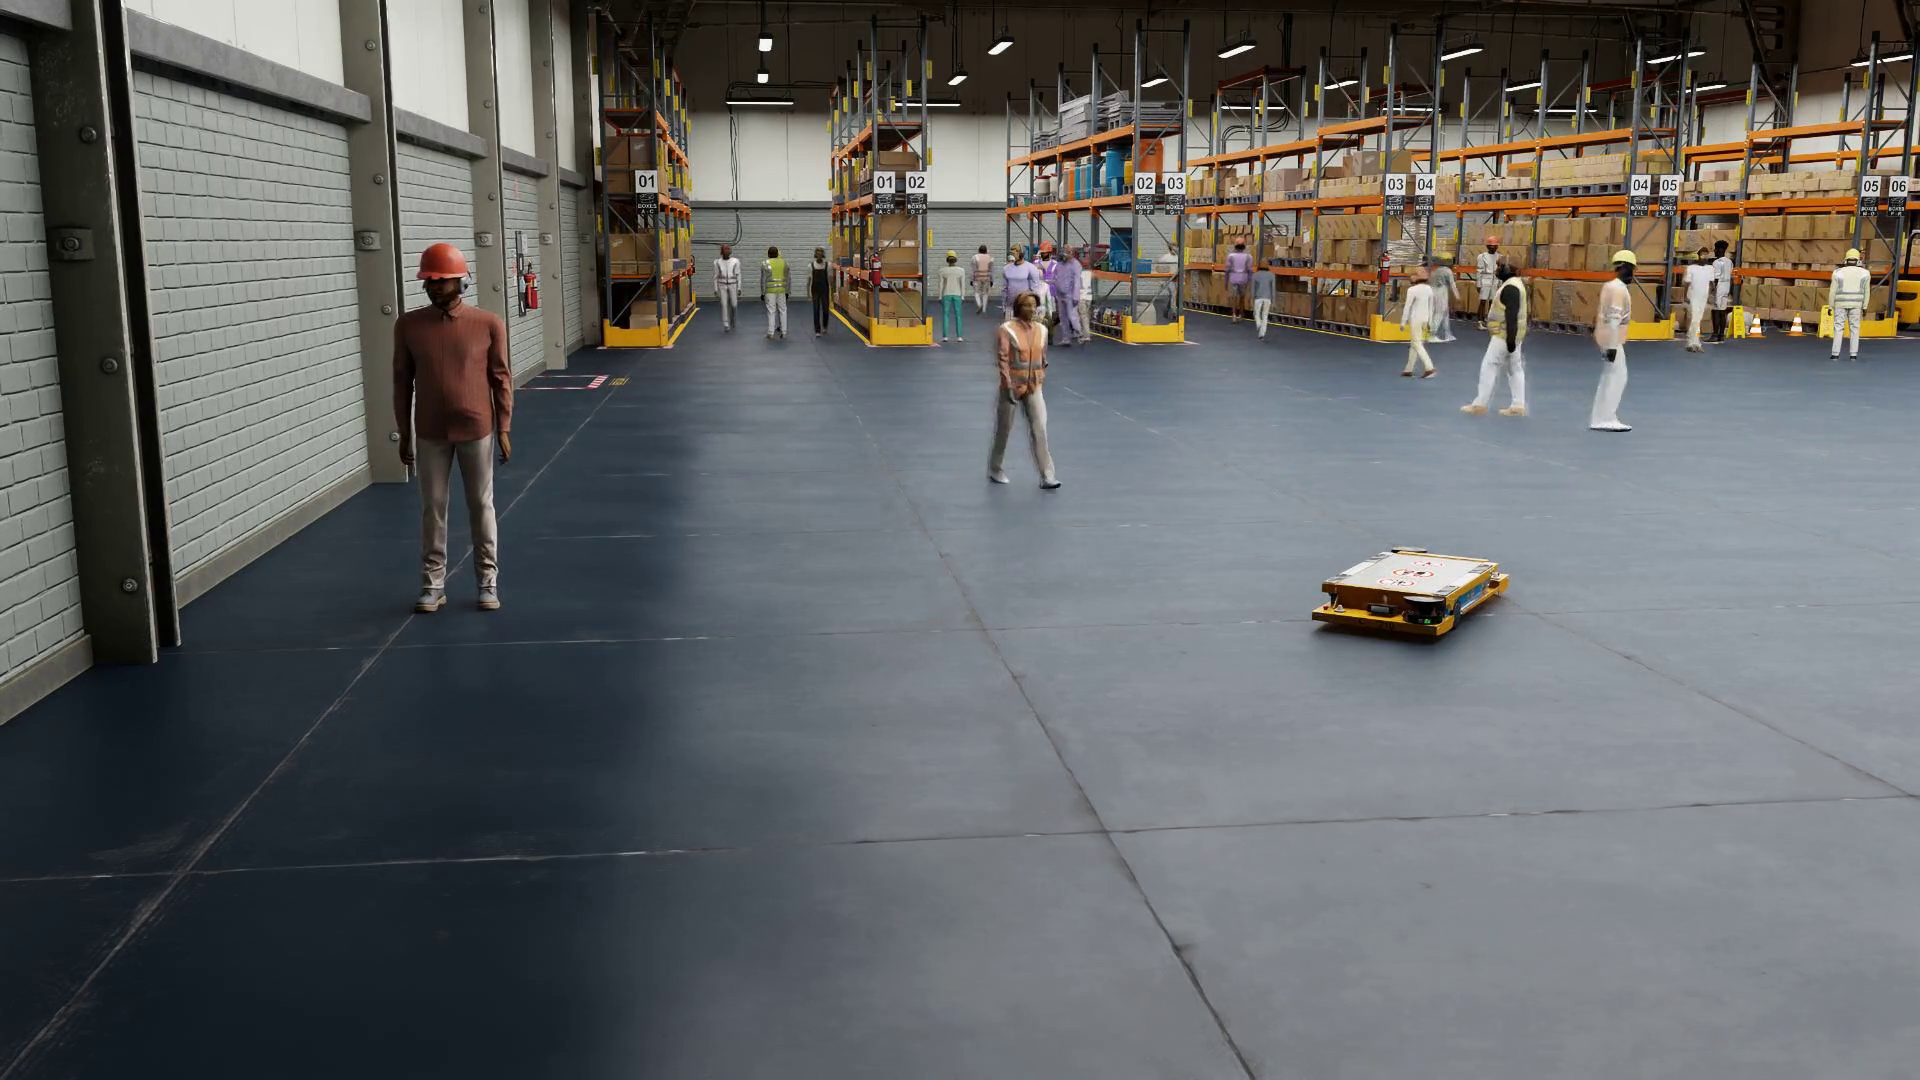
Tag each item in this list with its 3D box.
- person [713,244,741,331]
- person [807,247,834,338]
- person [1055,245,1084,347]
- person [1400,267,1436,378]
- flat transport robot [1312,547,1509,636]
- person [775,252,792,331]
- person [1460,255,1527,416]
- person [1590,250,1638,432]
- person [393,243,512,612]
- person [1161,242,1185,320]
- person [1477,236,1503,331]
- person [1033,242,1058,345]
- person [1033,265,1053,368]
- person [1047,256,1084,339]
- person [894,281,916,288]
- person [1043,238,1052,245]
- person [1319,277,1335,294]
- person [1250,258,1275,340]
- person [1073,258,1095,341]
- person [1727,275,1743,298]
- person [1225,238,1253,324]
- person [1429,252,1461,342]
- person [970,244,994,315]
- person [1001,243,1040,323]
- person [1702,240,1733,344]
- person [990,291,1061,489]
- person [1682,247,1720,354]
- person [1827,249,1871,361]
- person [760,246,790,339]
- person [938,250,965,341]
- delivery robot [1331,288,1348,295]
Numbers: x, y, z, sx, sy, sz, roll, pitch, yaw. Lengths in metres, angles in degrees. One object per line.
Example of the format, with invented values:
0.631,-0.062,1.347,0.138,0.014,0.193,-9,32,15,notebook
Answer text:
-5.007,-5.423,35.784,0.594,1.873,0.453,-1,10,-8,person
-2.825,-4.994,33.549,0.547,1.827,0.417,-1,10,-4,person
1.990,-4.478,30.636,0.459,1.902,0.673,-7,13,-35,person
6.621,-3.115,23.945,0.509,1.620,0.759,-8,13,-37,person
2.473,0.259,9.031,0.652,0.197,1.431,6,12,31,flat transport robot
-3.919,-5.390,36.037,0.528,1.718,0.894,-3,11,-18,person
6.069,-2.306,18.857,0.830,1.808,0.646,5,11,24,person
6.847,-2.075,17.386,0.412,1.889,0.693,3,11,14,person
-2.738,-0.597,8.995,0.616,1.990,0.393,-1,10,-7,person
5.230,-6.404,41.072,0.634,1.913,0.918,-4,11,-23,person
11.490,-5.548,36.026,0.606,2.036,0.407,-2,11,-13,person
1.607,-4.633,31.291,0.544,1.933,0.376,2,10,9,person
1.174,-3.418,25.558,0.524,1.585,0.895,-6,12,-30,person
2.095,-4.846,33.196,0.787,1.665,0.543,4,11,21,person
-1.402,-6.574,42.170,0.610,1.836,0.956,-2,10,-10,person
2.469,-7.813,48.598,0.625,1.979,0.622,-8,13,-37,person
11.165,-8.156,50.730,0.464,1.897,0.598,-7,12,-34,person
5.955,-4.731,32.698,0.504,1.617,0.473,0,10,-2,person
2.342,-4.684,32.472,0.517,1.604,0.775,-8,13,-36,person
20.900,-7.105,44.897,0.582,1.918,0.405,-2,10,-10,person
6.533,-6.069,38.981,0.623,2.007,0.946,1,10,8,person
9.344,-4.668,32.046,0.690,1.710,0.528,-2,11,-11,person
0.576,-6.772,43.308,0.649,1.824,0.458,-2,11,-11,person
0.873,-3.384,24.433,0.629,1.937,0.379,8,13,37,person
14.423,-4.713,31.632,0.606,1.966,0.367,-9,14,-41,person
0.499,-1.213,13.468,0.516,1.596,0.850,-6,12,-28,person
12.932,-4.149,28.904,0.541,1.836,0.863,-2,11,-10,person
14.526,-3.839,27.211,0.603,1.830,0.404,3,11,16,person
-3.710,-4.946,33.273,0.621,1.837,0.429,-6,12,-29,person
-0.157,-4.743,32.364,0.528,1.763,0.338,0,10,-1,person
11.389,-7.326,49.571,0.707,0.478,0.477,3,11,18,delivery robot
